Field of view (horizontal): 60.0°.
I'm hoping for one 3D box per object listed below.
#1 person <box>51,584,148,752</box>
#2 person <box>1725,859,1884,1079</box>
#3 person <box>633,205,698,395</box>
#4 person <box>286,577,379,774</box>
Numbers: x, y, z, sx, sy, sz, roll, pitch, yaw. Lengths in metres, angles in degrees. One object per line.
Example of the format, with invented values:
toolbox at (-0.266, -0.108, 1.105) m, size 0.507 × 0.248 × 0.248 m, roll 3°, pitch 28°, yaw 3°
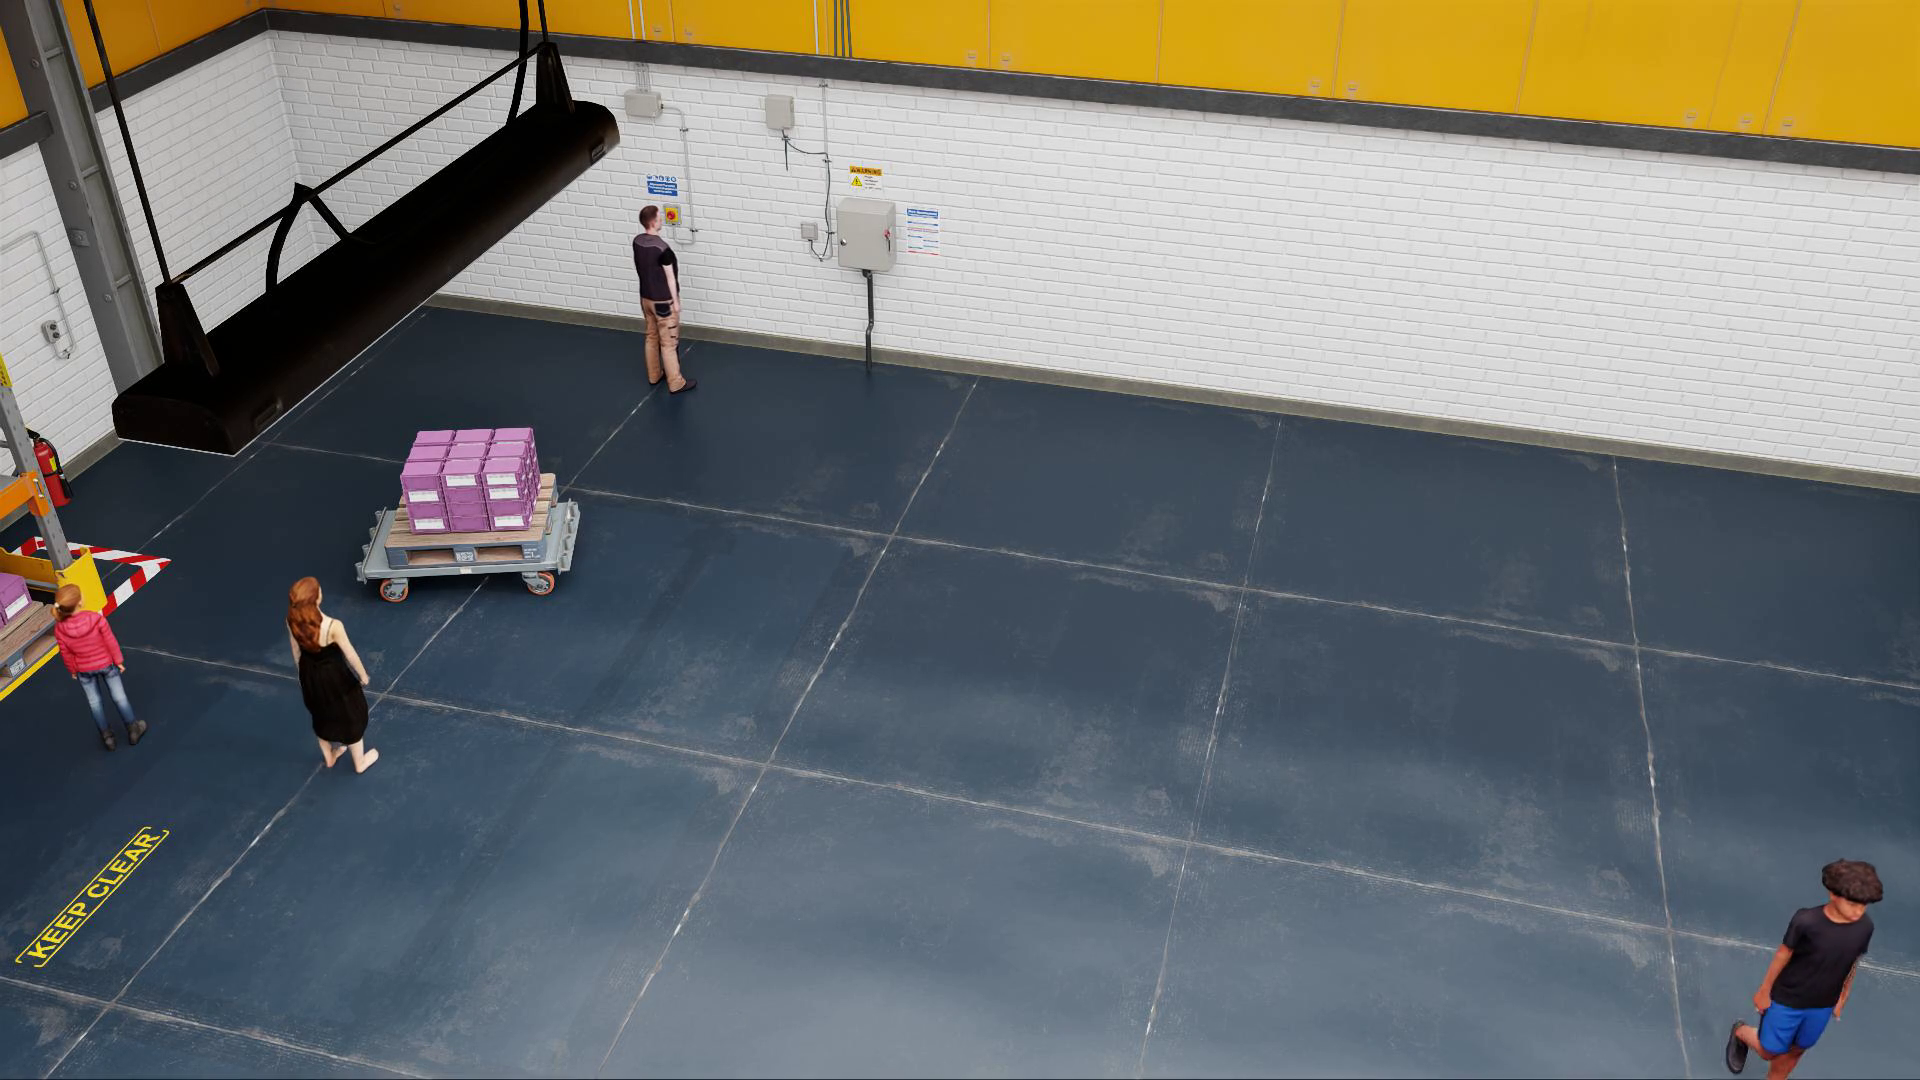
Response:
person at (-5.952, 0.876, 11.450) m, size 0.588 × 1.315 × 0.625 m, roll -10°, pitch 35°, yaw -15°
person at (4.443, 2.329, 8.836) m, size 0.731 × 1.789 × 0.883 m, roll 1°, pitch 34°, yaw 1°
person at (-2.864, -2.292, 15.739) m, size 0.777 × 1.841 × 0.767 m, roll 27°, pitch 42°, yaw 34°
person at (-4.234, 0.948, 11.067) m, size 0.621 × 1.619 × 0.595 m, roll 6°, pitch 34°, yaw 8°
